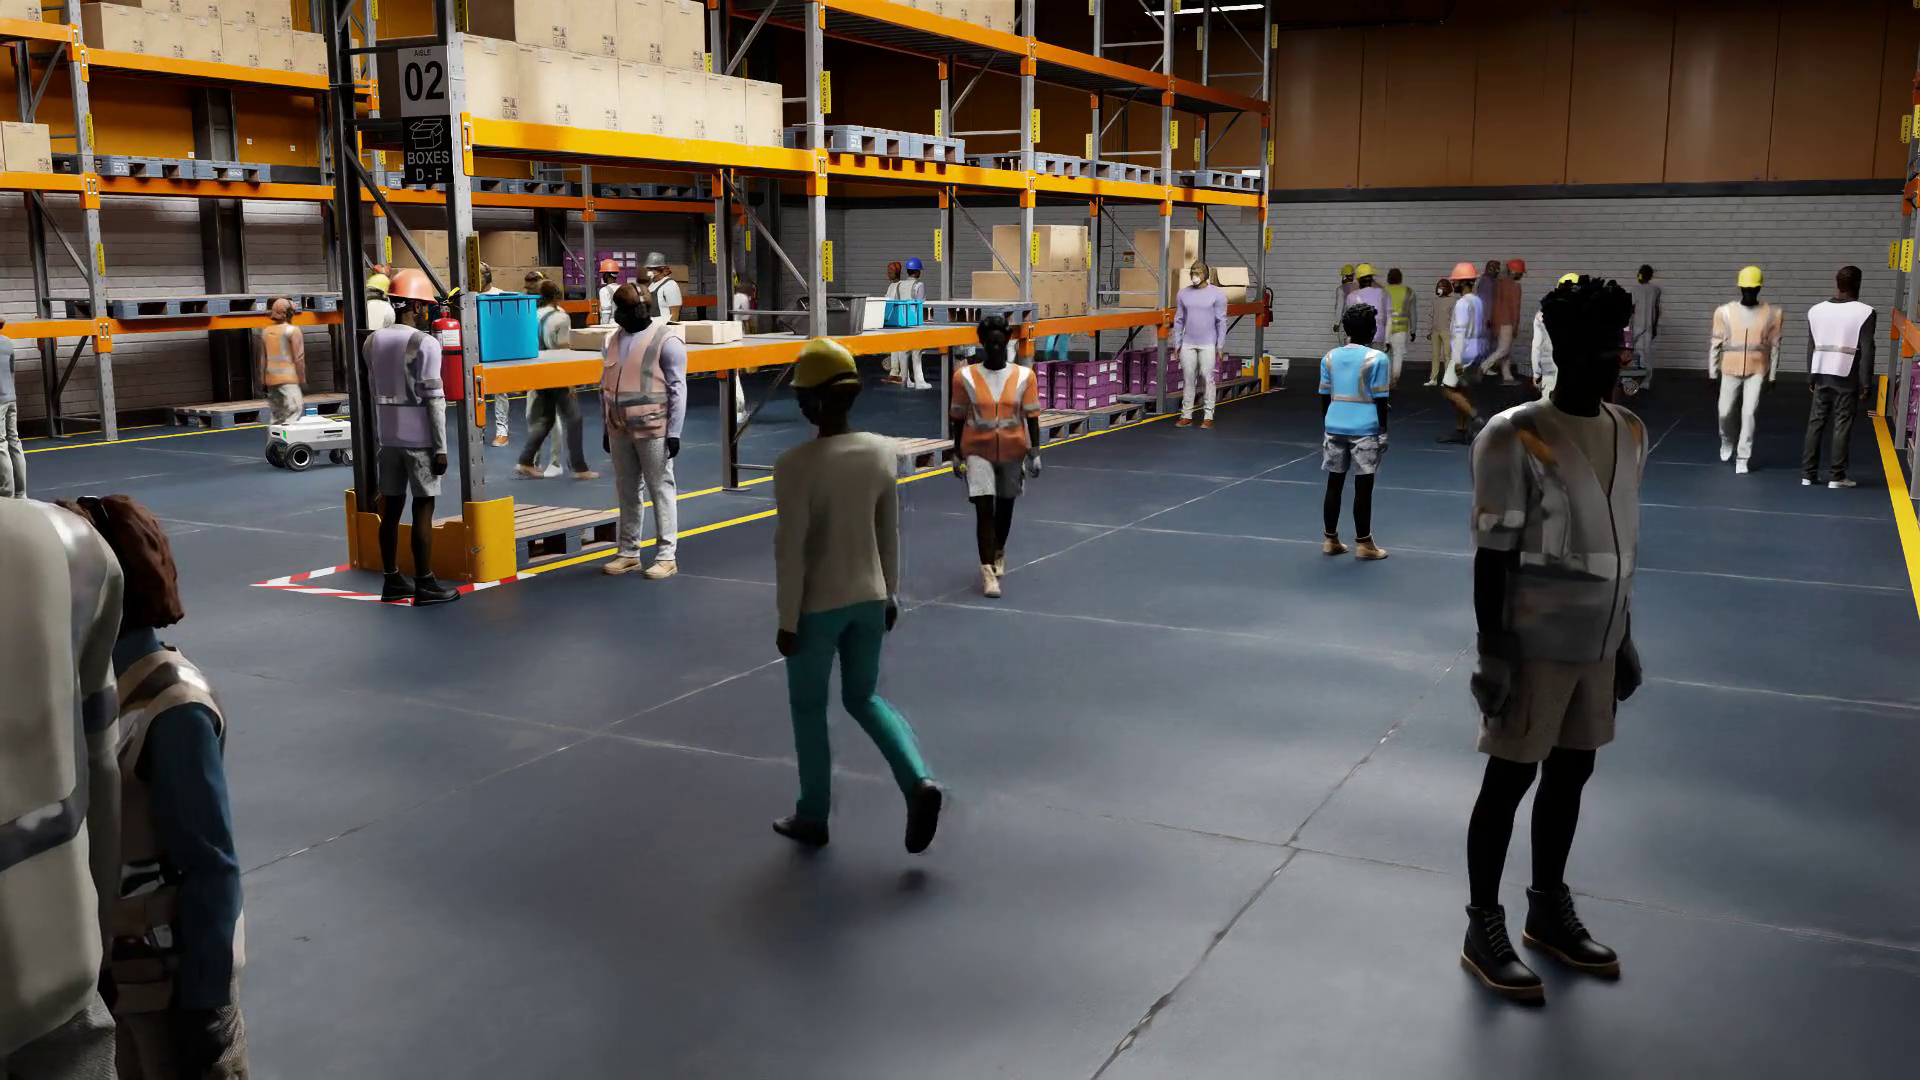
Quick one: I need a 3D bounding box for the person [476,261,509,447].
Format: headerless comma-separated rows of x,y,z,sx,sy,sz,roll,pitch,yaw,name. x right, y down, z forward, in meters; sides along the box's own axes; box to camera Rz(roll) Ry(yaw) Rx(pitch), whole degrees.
-4.967,-1.940,17.420,0.627,1.934,0.372,2,10,13,person

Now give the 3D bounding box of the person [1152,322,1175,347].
3.187,-3.348,25.598,0.623,1.929,1.071,8,13,39,person

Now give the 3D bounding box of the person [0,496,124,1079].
-1.391,0.623,2.259,0.392,2.045,0.608,3,10,15,person

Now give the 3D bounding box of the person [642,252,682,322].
-3.893,-2.690,21.448,0.535,2.000,0.688,-7,12,-35,person

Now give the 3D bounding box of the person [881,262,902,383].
-0.988,-3.379,25.882,0.354,1.887,0.573,-6,12,-32,person

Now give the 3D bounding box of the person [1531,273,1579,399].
5.719,-1.599,15.741,0.593,1.828,0.403,6,12,32,person

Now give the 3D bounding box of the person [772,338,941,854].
-0.372,0.205,5.524,0.537,1.746,0.660,-9,14,-43,person

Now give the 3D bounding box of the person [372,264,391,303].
-7.050,-2.446,20.495,0.352,1.881,0.576,-8,12,-37,person

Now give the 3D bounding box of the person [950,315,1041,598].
0.212,-0.534,10.074,0.539,1.660,0.851,-1,10,-7,person

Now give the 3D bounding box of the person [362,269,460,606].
-3.145,-0.583,9.581,0.539,1.929,0.380,5,11,25,person

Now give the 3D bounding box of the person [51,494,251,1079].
-1.367,0.732,2.797,0.520,1.639,0.312,9,13,41,person

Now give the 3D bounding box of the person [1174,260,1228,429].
2.756,-2.245,19.169,0.635,1.937,0.352,6,11,29,person

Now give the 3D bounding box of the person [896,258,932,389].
-0.699,-3.230,24.841,0.604,1.949,0.384,10,14,44,person

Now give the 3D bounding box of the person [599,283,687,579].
-1.997,-0.676,10.374,0.625,1.840,0.430,6,11,29,person

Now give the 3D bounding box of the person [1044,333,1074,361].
1.472,-3.193,25.031,0.642,1.806,0.615,5,11,27,person

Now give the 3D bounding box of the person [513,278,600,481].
-3.618,-1.409,14.755,0.562,1.809,0.568,8,12,37,person

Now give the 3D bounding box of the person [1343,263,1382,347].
5.774,-3.020,23.840,0.671,1.872,0.456,-4,11,-24,person

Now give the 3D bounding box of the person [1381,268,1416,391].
6.361,-3.084,24.416,0.637,1.813,0.848,3,10,15,person

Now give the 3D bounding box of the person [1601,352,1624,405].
4.291,-0.796,11.280,0.533,1.767,0.324,-5,11,-25,person

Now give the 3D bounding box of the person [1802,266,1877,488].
7.585,-1.403,14.375,0.383,1.912,0.591,-6,11,-31,person

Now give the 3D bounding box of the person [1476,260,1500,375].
8.814,-3.699,27.697,0.407,1.902,0.639,2,10,13,person

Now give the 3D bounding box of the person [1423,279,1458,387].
7.307,-3.141,25.231,0.278,1.634,0.498,-8,13,-38,person

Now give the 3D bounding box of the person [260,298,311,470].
-6.427,-1.478,15.738,0.689,1.602,0.472,6,11,30,person

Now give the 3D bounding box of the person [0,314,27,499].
-7.677,-1.067,13.232,0.281,1.633,0.499,0,10,-2,person

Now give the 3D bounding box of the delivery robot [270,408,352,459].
-6.098,-0.998,15.677,0.707,0.478,0.477,-9,14,-44,delivery robot

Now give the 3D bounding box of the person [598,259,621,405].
-4.632,-2.760,22.140,0.349,1.940,0.551,4,11,22,person

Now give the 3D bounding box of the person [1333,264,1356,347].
6.369,-3.608,27.360,0.586,1.835,0.403,-7,12,-34,person

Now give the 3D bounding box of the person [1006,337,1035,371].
0.964,-3.492,26.747,0.642,1.812,0.768,5,11,27,person

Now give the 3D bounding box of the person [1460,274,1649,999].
1.646,0.262,4.570,0.613,1.963,0.362,-6,11,-29,person

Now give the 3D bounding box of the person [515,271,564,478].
-3.789,-1.489,15.028,0.541,1.864,0.367,5,11,27,person

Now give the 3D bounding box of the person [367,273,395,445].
-6.088,-1.876,17.402,0.620,1.809,0.546,1,10,4,person

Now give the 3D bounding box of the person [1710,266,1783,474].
7.283,-1.583,15.442,0.590,1.910,0.642,5,11,26,person

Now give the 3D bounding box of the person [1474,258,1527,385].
8.209,-3.296,25.223,0.866,1.951,0.646,-3,10,-14,person

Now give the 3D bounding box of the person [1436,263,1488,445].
5.306,-1.935,17.413,0.493,1.920,0.550,7,12,36,person

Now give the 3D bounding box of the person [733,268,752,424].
-2.707,-2.265,19.520,0.488,1.853,0.527,-7,12,-35,person

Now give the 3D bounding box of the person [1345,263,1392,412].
5.228,-2.573,21.219,0.614,1.894,0.706,0,10,-1,person

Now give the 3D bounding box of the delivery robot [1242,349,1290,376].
4.627,-2.648,25.228,0.707,0.478,0.477,-2,10,-12,delivery robot

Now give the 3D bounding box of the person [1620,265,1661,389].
10.195,-3.197,24.977,0.560,1.827,0.951,-1,10,-4,person

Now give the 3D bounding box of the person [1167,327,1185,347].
3.300,-3.405,25.883,0.635,1.936,0.354,-4,11,-24,person

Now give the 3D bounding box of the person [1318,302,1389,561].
2.606,-0.714,10.997,0.322,1.698,0.533,-8,13,-38,person
